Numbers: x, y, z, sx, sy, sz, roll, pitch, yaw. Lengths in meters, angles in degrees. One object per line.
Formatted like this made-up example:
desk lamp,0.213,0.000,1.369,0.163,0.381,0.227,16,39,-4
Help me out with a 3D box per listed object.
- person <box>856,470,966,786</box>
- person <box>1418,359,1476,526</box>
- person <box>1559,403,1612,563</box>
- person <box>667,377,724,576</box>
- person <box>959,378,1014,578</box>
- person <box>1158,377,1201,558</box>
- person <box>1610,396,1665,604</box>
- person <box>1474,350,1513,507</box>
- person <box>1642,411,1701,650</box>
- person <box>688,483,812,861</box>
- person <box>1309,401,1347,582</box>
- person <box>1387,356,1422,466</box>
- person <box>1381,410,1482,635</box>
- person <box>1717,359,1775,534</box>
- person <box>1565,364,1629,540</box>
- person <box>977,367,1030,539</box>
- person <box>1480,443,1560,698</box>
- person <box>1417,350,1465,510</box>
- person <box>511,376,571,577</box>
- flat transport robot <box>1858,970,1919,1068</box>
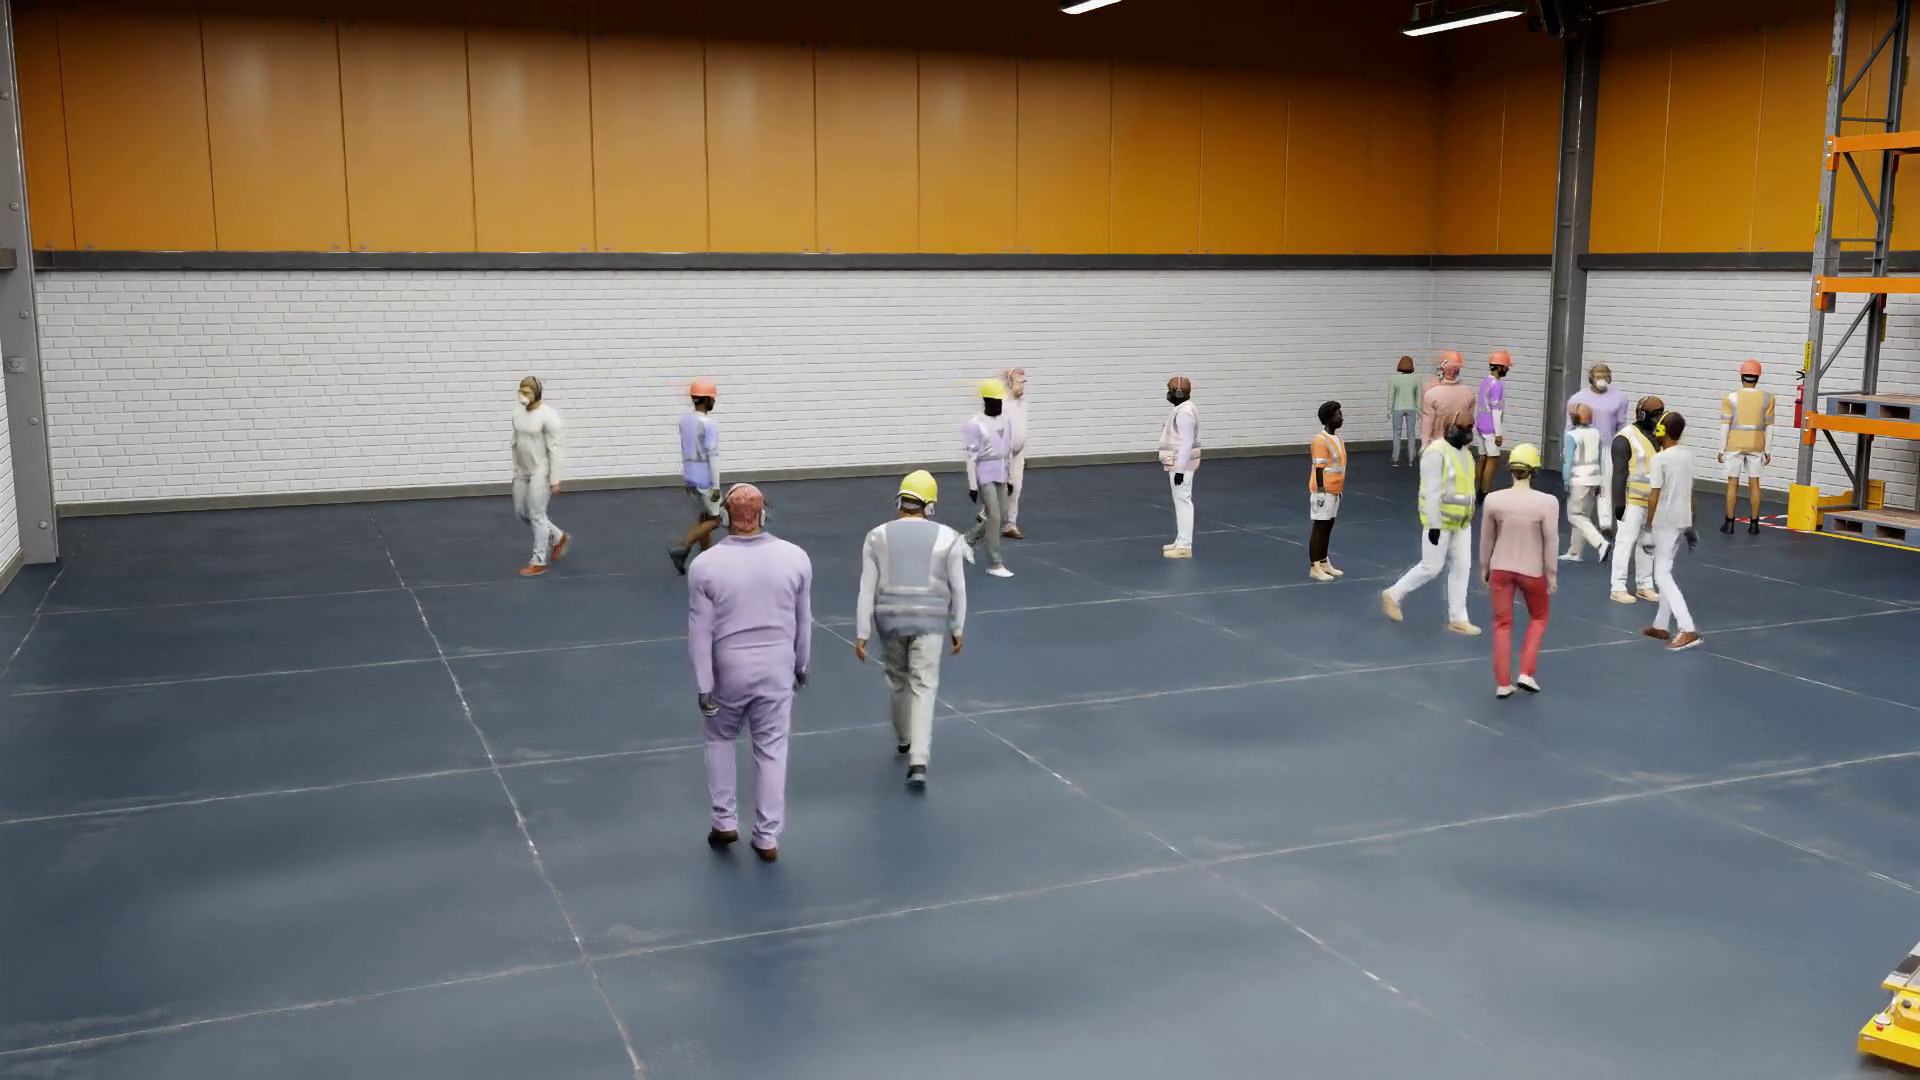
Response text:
person,-0.286,0.498,9.642,0.633,1.779,0.949,1,9,7
person,5.482,-1.088,18.827,0.643,1.913,0.410,-3,10,-17
person,6.204,-0.543,16.408,0.534,1.614,0.628,-6,11,-31
person,-2.469,-0.572,15.669,0.646,1.922,0.559,-8,12,-40
person,0.253,-0.607,15.925,0.681,1.904,0.596,8,12,40
person,2.232,-0.741,16.933,0.429,1.843,0.627,1,9,9
person,5.997,-0.349,14.611,0.620,1.835,0.432,-4,10,-23
person,6.576,-1.369,20.499,0.414,1.926,0.557,0,9,2
person,5.610,-0.077,12.993,0.583,1.831,0.619,-6,11,-33
person,-1.062,0.651,8.372,0.649,1.888,0.595,-3,10,-18
person,3.472,-0.466,15.695,0.317,1.700,0.538,6,11,31
person,6.568,-1.900,24.585,0.507,1.633,0.278,1,9,3
person,3.875,-0.154,13.488,0.632,1.818,0.761,-8,12,-40
person,8.678,-1.030,18.395,0.552,1.935,0.374,3,10,16
person,6.903,-0.952,18.041,0.657,1.891,1.007,2,10,13
person,0.498,-0.931,17.967,0.482,1.881,0.699,9,13,42
person,3.841,0.210,11.412,0.546,1.751,0.443,6,11,34
person,5.836,-1.279,19.847,0.693,1.955,0.843,-5,11,-29
person,-4.034,-0.628,16.003,0.641,1.924,0.615,8,12,39
flat transport robot,4.072,1.767,6.484,0.652,0.197,1.431,9,13,42
